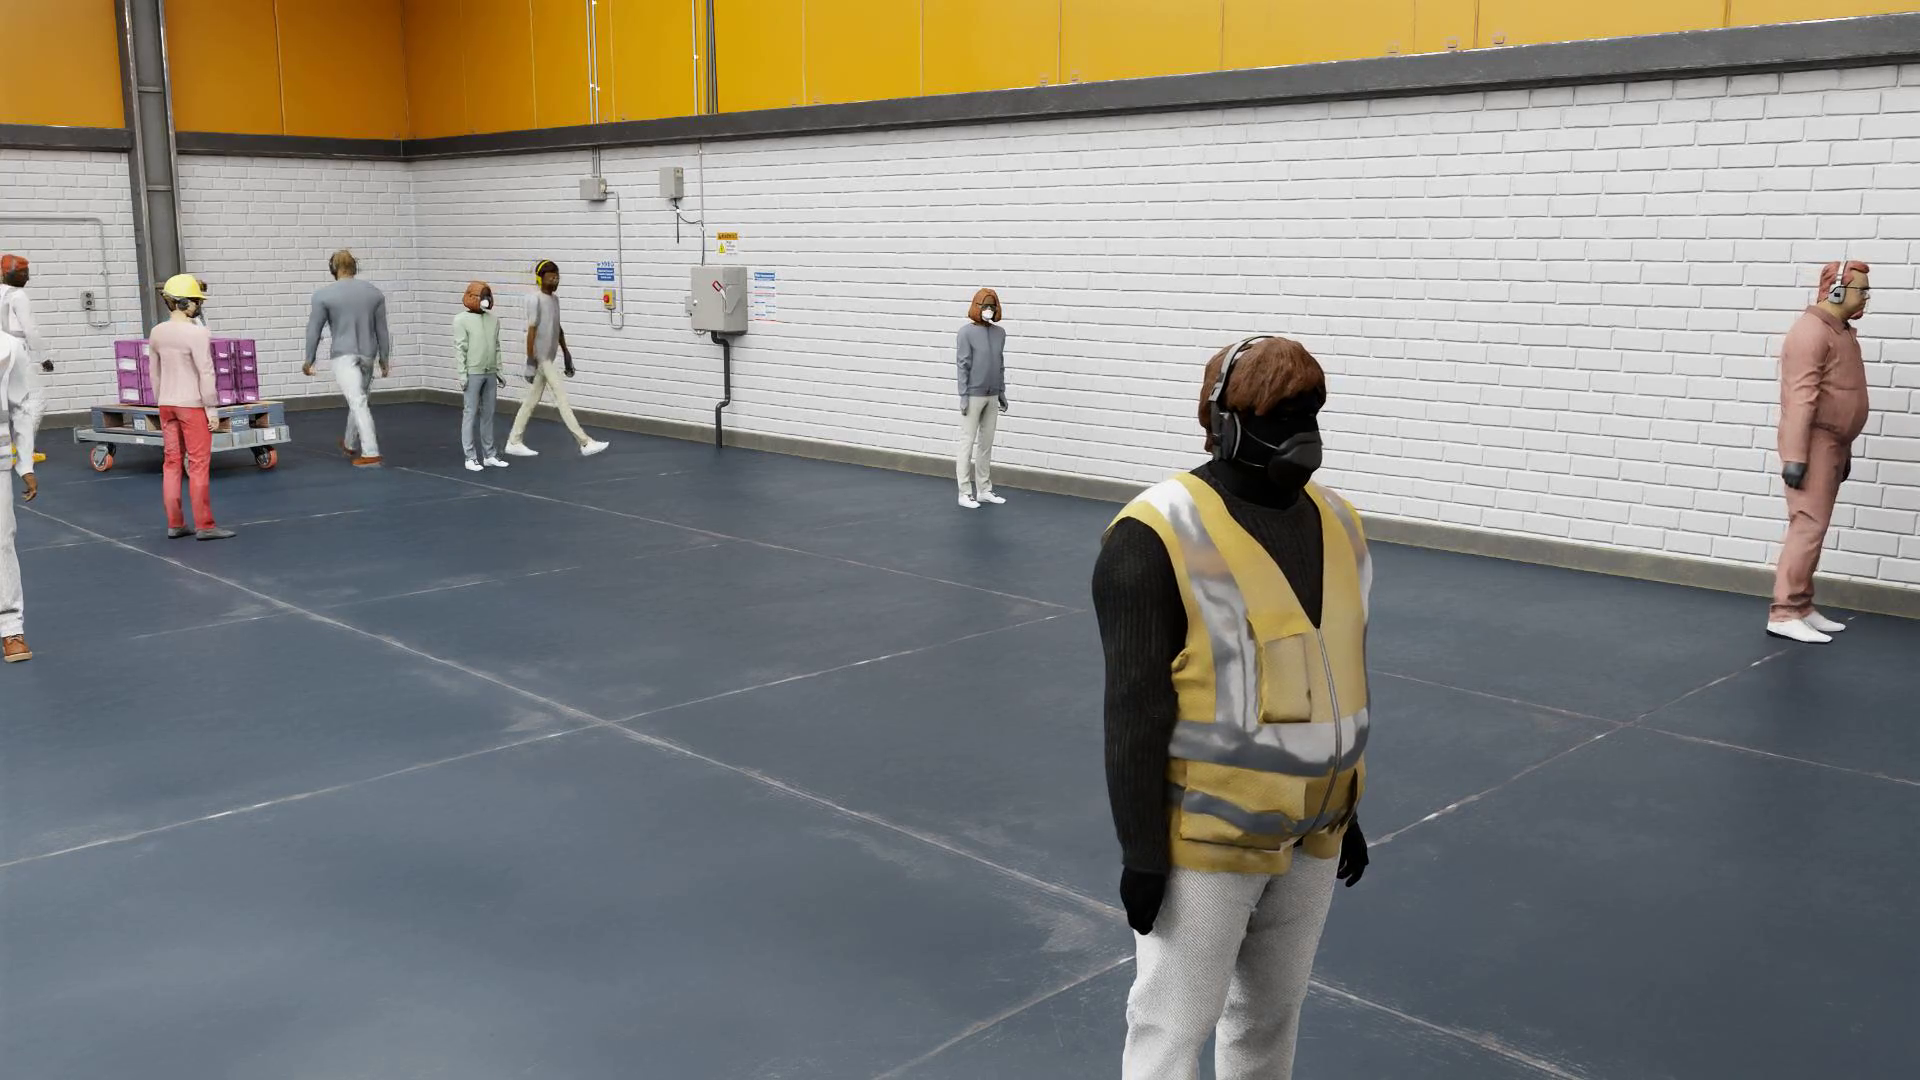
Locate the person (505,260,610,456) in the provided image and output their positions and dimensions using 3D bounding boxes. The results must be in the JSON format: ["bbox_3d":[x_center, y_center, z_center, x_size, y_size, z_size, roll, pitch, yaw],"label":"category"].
[{"bbox_3d":[-3.740,-1.648,15.194,1.007,1.801,0.547,1,10,3],"label":"person"}]

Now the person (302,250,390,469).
[{"bbox_3d":[-5.397,-1.590,14.632,1.015,1.876,0.659,10,14,42],"label":"person"}]

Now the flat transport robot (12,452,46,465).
[{"bbox_3d":[-8.706,-0.707,14.227,0.652,0.197,1.431,5,12,27],"label":"flat transport robot"}]

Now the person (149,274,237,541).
[{"bbox_3d":[-5.135,-0.874,11.069,0.527,1.765,0.329,5,11,25],"label":"person"}]

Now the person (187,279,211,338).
[{"bbox_3d":[-7.193,-1.611,15.474,0.481,1.621,0.513,0,10,-2],"label":"person"}]

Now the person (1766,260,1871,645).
[{"bbox_3d":[4.338,-0.447,8.374,0.396,1.898,0.665,9,14,40],"label":"person"}]

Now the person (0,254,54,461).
[{"bbox_3d":[-8.372,-1.586,14.692,0.596,1.860,0.495,7,12,32],"label":"person"}]

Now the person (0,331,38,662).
[{"bbox_3d":[-4.669,-0.339,7.824,0.573,1.883,0.354,-6,12,-29],"label":"person"}]

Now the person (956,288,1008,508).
[{"bbox_3d":[0.170,-1.064,12.460,0.286,1.632,0.501,10,14,43],"label":"person"}]

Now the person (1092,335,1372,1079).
[{"bbox_3d":[0.542,0.543,3.126,0.620,1.845,0.430,-7,13,-35],"label":"person"}]

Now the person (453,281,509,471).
[{"bbox_3d":[-4.157,-1.425,14.424,0.289,1.633,0.499,6,12,30],"label":"person"}]
